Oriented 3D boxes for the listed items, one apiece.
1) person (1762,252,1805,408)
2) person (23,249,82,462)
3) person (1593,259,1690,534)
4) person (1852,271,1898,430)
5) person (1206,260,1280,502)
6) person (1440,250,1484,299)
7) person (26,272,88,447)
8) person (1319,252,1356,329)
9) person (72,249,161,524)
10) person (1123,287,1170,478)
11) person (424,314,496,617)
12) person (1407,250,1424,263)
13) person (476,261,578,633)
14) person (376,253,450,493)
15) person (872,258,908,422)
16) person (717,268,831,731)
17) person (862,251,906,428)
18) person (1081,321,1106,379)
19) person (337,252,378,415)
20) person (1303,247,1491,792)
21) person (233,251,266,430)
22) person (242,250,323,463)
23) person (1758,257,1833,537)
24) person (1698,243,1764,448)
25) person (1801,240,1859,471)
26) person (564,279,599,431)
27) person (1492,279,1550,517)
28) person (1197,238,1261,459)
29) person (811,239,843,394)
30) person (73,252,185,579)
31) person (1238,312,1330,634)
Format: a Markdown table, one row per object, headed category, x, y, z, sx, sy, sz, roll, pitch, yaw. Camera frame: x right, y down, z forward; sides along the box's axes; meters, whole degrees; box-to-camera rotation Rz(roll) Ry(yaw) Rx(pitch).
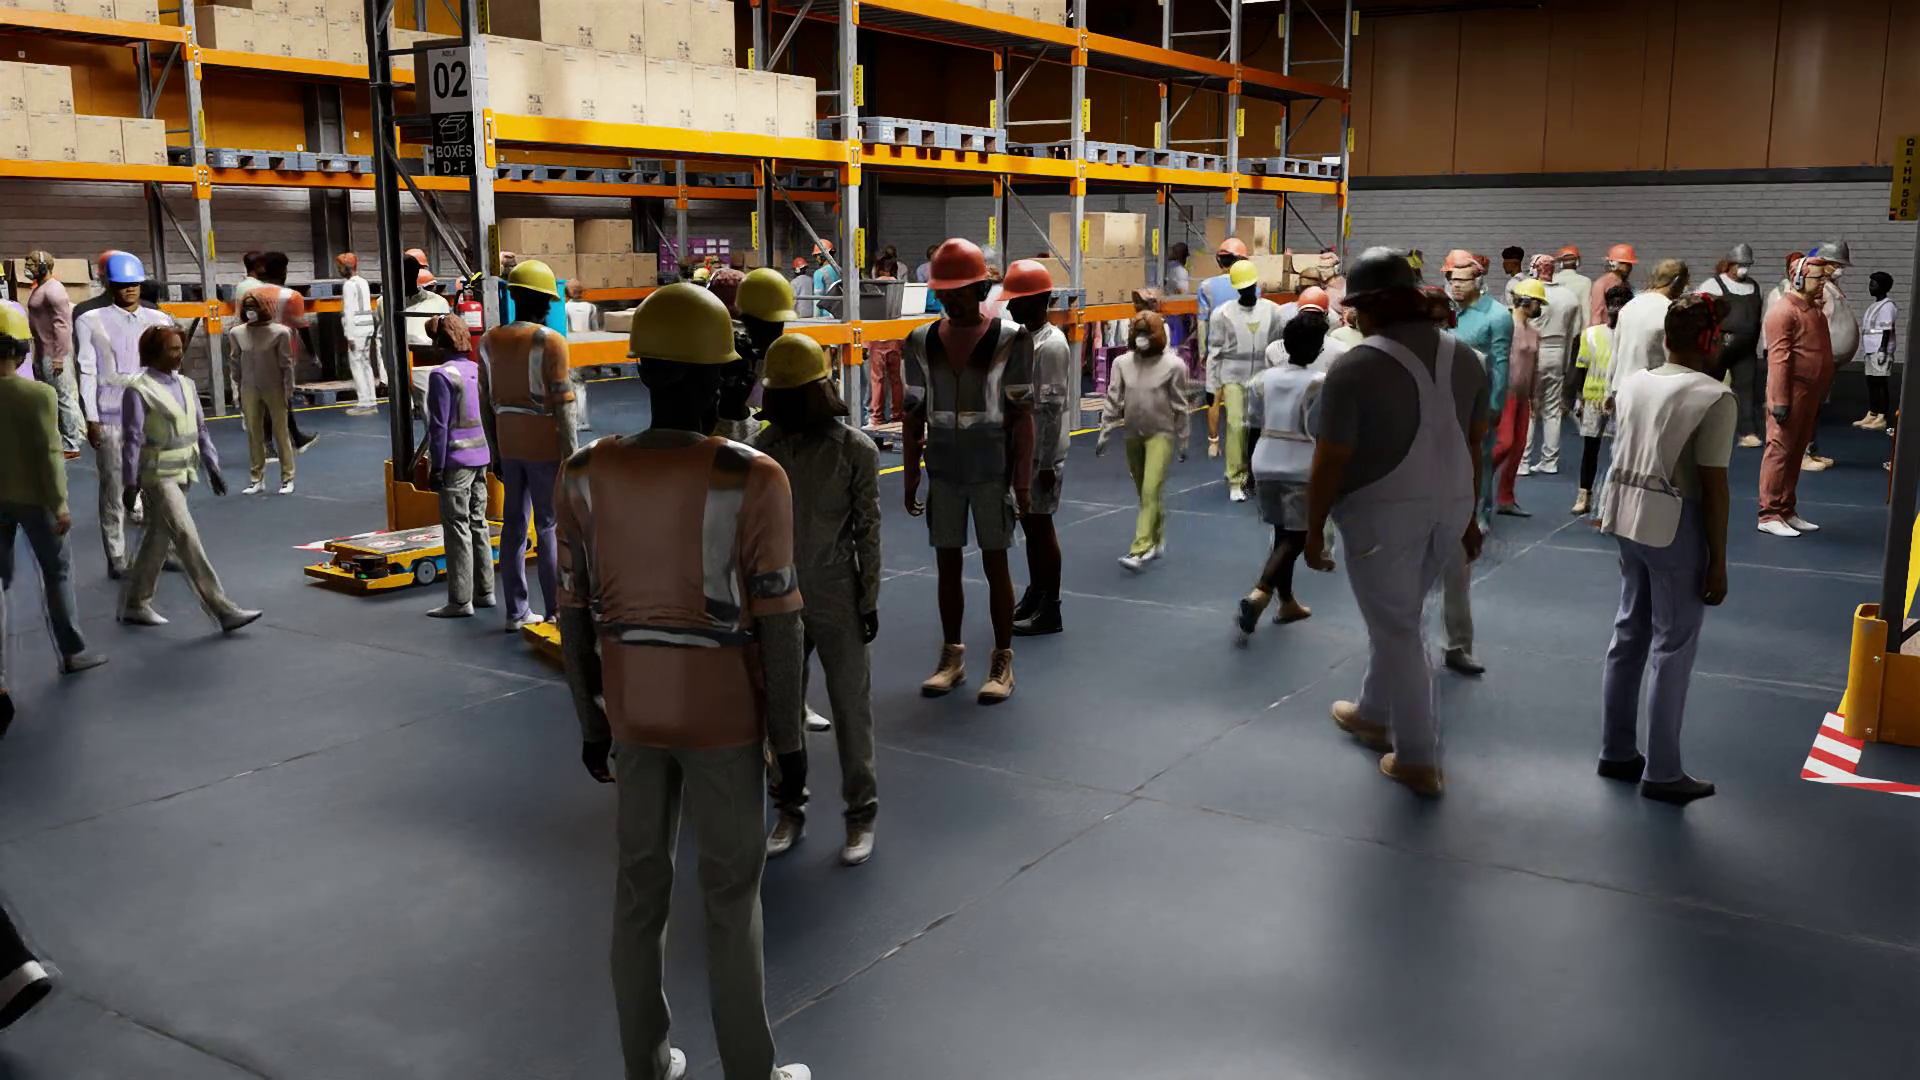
| category | x | y | z | sx | sy | sz | roll | pitch | yaw |
| --- | --- | --- | --- | --- | --- | --- | --- | --- | --- |
| person | 10.009 | -2.514 | 20.020 | 0.585 | 1.877 | 0.361 | -5 | 11 | -27 |
| person | -8.300 | -1.674 | 15.184 | 0.359 | 1.938 | 0.635 | -9 | 14 | -41 |
| person | 4.766 | -0.966 | 11.395 | 0.819 | 1.887 | 0.650 | -2 | 10 | -10 |
| person | 9.841 | -2.026 | 17.836 | 0.319 | 1.691 | 0.536 | 2 | 10 | 10 |
| person | 2.230 | -1.276 | 13.187 | 0.622 | 1.883 | 0.831 | -3 | 11 | -16 |
| person | 4.507 | -1.652 | 15.077 | 0.369 | 1.933 | 0.551 | -5 | 11 | -25 |
| person | -8.826 | -1.759 | 16.207 | 0.569 | 1.743 | 0.365 | 1 | 10 | 6 |
| person | 3.744 | -1.977 | 17.000 | 0.397 | 1.900 | 0.642 | -8 | 13 | -36 |
| person | -6.081 | -1.128 | 12.113 | 0.626 | 1.964 | 0.892 | -9 | 13 | -40 |
| person | 1.563 | -1.337 | 14.204 | 0.595 | 1.616 | 0.540 | -5 | 11 | -27 |
| person | -2.705 | -0.404 | 9.009 | 0.313 | 1.631 | 0.523 | 2 | 10 | 9 |
| person | 6.961 | -3.522 | 25.618 | 0.334 | 1.873 | 0.521 | 3 | 11 | 18 |
| person | -2.180 | -0.460 | 8.524 | 0.585 | 1.917 | 0.382 | 5 | 11 | 26 |
| person | -4.371 | -1.332 | 13.353 | 0.591 | 1.916 | 0.383 | 0 | 10 | 2 |
| person | -0.793 | -2.201 | 18.398 | 0.621 | 1.838 | 0.429 | 6 | 12 | 32 |
| person | -0.787 | -0.133 | 6.728 | 0.399 | 1.911 | 0.596 | 10 | 14 | 44 |
| person | -0.789 | -2.099 | 17.642 | 0.593 | 1.909 | 0.409 | -8 | 13 | -39 |
| person | 1.973 | -3.361 | 24.417 | 0.409 | 1.986 | 0.621 | -9 | 13 | -40 |
| person | -6.998 | -2.394 | 19.344 | 0.346 | 1.878 | 0.665 | 0 | 10 | -2 |
| person | 1.562 | -0.123 | 6.314 | 0.698 | 2.000 | 0.932 | -5 | 11 | -27 |
| person | -7.496 | -2.101 | 17.656 | 0.396 | 1.910 | 0.586 | -8 | 13 | -38 |
| person | -6.257 | -1.707 | 15.413 | 0.616 | 1.912 | 0.977 | 4 | 11 | 21 |
| person | 5.771 | -0.985 | 11.459 | 0.643 | 1.909 | 0.410 | -10 | 14 | -44 |
| person | 7.636 | -1.955 | 16.465 | 0.696 | 2.000 | 0.863 | 0 | 10 | -1 |
| person | 7.649 | -1.641 | 14.721 | 0.535 | 2.000 | 0.674 | 8 | 13 | 38 |
| person | -4.167 | -1.980 | 17.790 | 0.524 | 1.602 | 0.783 | -9 | 14 | -41 |
| person | 4.043 | -1.040 | 12.228 | 0.581 | 1.734 | 0.446 | -8 | 13 | -39 |
| person | 2.496 | -1.759 | 15.397 | 0.605 | 2.035 | 0.392 | 4 | 11 | 22 |
| person | -1.741 | -2.907 | 21.783 | 0.405 | 2.032 | 0.610 | 7 | 12 | 33 |
| person | -4.991 | -0.752 | 10.050 | 0.399 | 1.949 | 0.605 | 9 | 14 | 41 |
| person | 1.658 | -0.333 | 8.532 | 0.542 | 1.668 | 0.756 | 10 | 14 | 43 |
